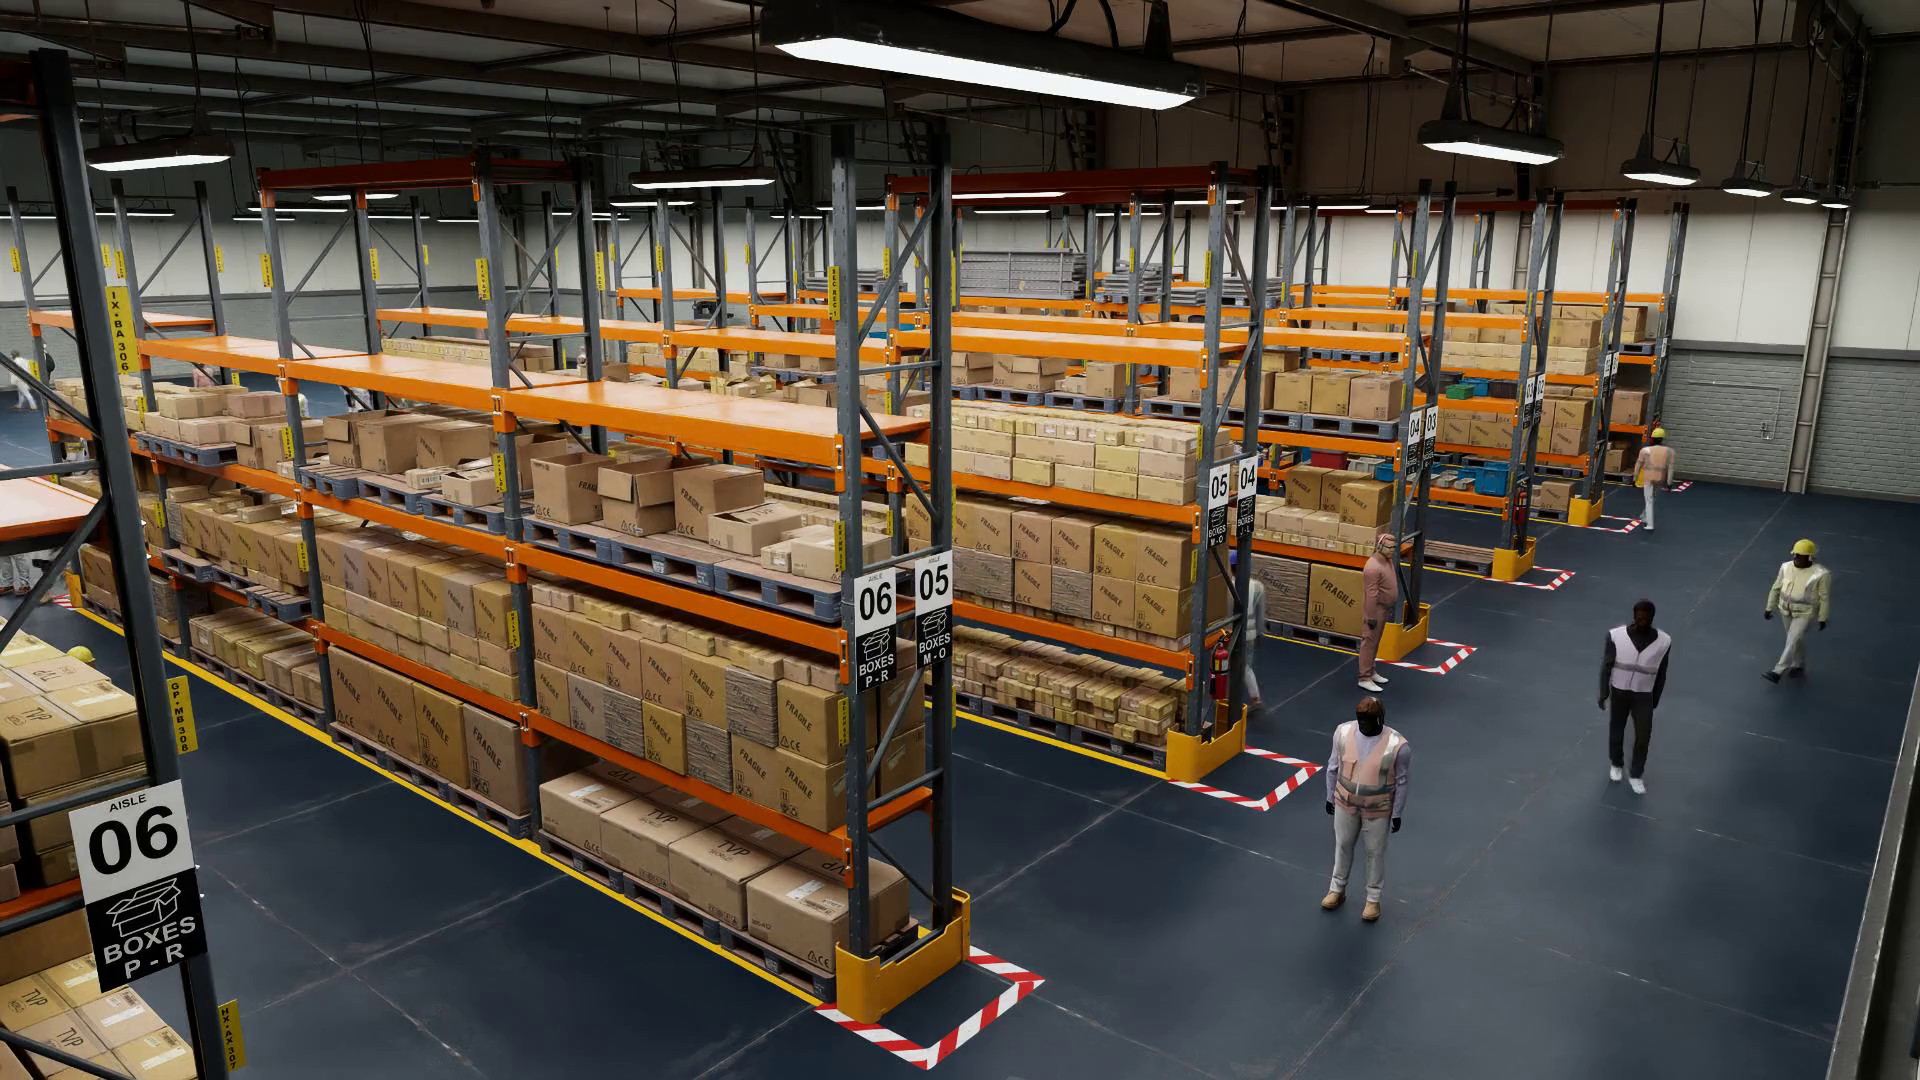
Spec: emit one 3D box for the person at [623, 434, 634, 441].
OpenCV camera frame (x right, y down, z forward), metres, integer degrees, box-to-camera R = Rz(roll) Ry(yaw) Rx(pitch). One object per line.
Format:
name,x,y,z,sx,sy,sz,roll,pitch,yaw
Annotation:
person,-7.165,-2.226,27.810,0.563,1.911,0.876,11,18,39

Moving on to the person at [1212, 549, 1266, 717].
person,3.181,1.078,14.237,0.658,1.907,0.810,-2,14,-8

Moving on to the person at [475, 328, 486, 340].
person,-20.925,-8.766,55.026,0.522,1.761,0.322,7,15,27

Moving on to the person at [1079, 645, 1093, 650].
person,1.891,0.695,16.437,0.794,1.603,0.509,12,18,41

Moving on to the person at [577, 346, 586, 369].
person,-12.010,-5.288,40.447,0.604,1.886,0.660,7,15,28

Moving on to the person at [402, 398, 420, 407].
person,-15.365,-3.981,35.317,0.615,1.785,0.945,-9,17,-34

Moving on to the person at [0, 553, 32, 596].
person,-14.454,-0.112,19.065,0.627,1.933,0.373,2,14,6

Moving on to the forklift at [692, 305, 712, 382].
forklift,-9.511,-7.392,47.124,1.873,2.768,1.129,11,17,38

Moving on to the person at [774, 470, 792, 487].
person,-3.893,-2.199,27.664,0.608,1.947,1.039,-11,18,-39

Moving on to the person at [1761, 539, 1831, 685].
person,10.168,0.862,15.371,0.951,1.776,0.627,-6,15,-22

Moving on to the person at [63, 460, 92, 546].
person,-14.354,-0.368,20.307,0.982,1.831,0.608,-13,19,-42

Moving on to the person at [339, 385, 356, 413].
person,-18.662,-4.681,38.399,0.538,1.667,0.754,-4,14,-17

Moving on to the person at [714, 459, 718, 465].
person,-5.470,-2.017,26.940,0.829,1.918,0.635,6,15,25

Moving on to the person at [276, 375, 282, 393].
person,-21.572,-5.246,40.048,0.384,1.993,0.622,1,14,3

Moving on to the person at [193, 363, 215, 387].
person,-22.895,-4.659,38.168,0.534,1.749,0.669,-10,17,-36

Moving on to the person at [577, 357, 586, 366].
person,-11.139,-4.508,37.330,0.332,1.843,0.518,-3,14,-11

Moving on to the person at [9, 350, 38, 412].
person,-29.011,-4.891,38.776,0.972,1.897,0.649,-1,14,-4

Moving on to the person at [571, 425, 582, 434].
person,-7.679,-1.533,25.412,0.558,1.680,0.440,-10,17,-34

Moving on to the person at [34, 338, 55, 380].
person,-30.290,-5.652,41.714,0.536,2.000,0.680,-7,15,-26

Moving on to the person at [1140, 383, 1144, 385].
person,4.868,-3.608,33.704,0.740,1.802,0.617,4,14,15

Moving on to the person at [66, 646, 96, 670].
person,-7.970,1.816,11.551,0.483,1.737,0.320,3,14,13

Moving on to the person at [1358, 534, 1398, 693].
person,5.048,0.852,15.161,0.400,1.905,0.643,8,16,30

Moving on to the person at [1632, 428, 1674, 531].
person,12.892,-1.143,23.443,0.603,1.870,1.030,2,14,9

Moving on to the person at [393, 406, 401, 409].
person,-15.227,-3.686,33.946,1.003,1.839,0.656,3,14,12

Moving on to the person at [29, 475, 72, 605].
person,-13.592,-0.066,18.776,0.632,1.992,0.704,3,14,12

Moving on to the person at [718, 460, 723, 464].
person,-5.488,-2.272,27.961,0.585,1.928,0.365,10,17,37

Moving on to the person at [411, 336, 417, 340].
person,-20.149,-6.697,46.640,0.317,1.695,0.540,11,18,39

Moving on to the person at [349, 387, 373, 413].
person,-16.558,-3.942,34.798,0.615,1.949,0.601,-12,18,-39

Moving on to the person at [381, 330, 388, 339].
person,-22.979,-7.571,50.363,0.518,1.636,0.312,8,16,31

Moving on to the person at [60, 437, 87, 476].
person,-18.694,-1.887,26.555,0.429,1.841,0.633,1,14,5

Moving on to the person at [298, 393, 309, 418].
person,-16.241,-2.906,30.760,0.661,1.831,0.474,-2,14,-6

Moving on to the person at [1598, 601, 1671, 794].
person,6.618,1.529,12.398,0.597,1.893,0.757,6,15,22

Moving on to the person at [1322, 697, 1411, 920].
person,3.223,2.122,10.064,0.634,1.841,0.429,9,17,34

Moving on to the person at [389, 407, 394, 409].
person,-14.641,-3.132,32.132,0.386,1.619,0.537,-11,17,-37
